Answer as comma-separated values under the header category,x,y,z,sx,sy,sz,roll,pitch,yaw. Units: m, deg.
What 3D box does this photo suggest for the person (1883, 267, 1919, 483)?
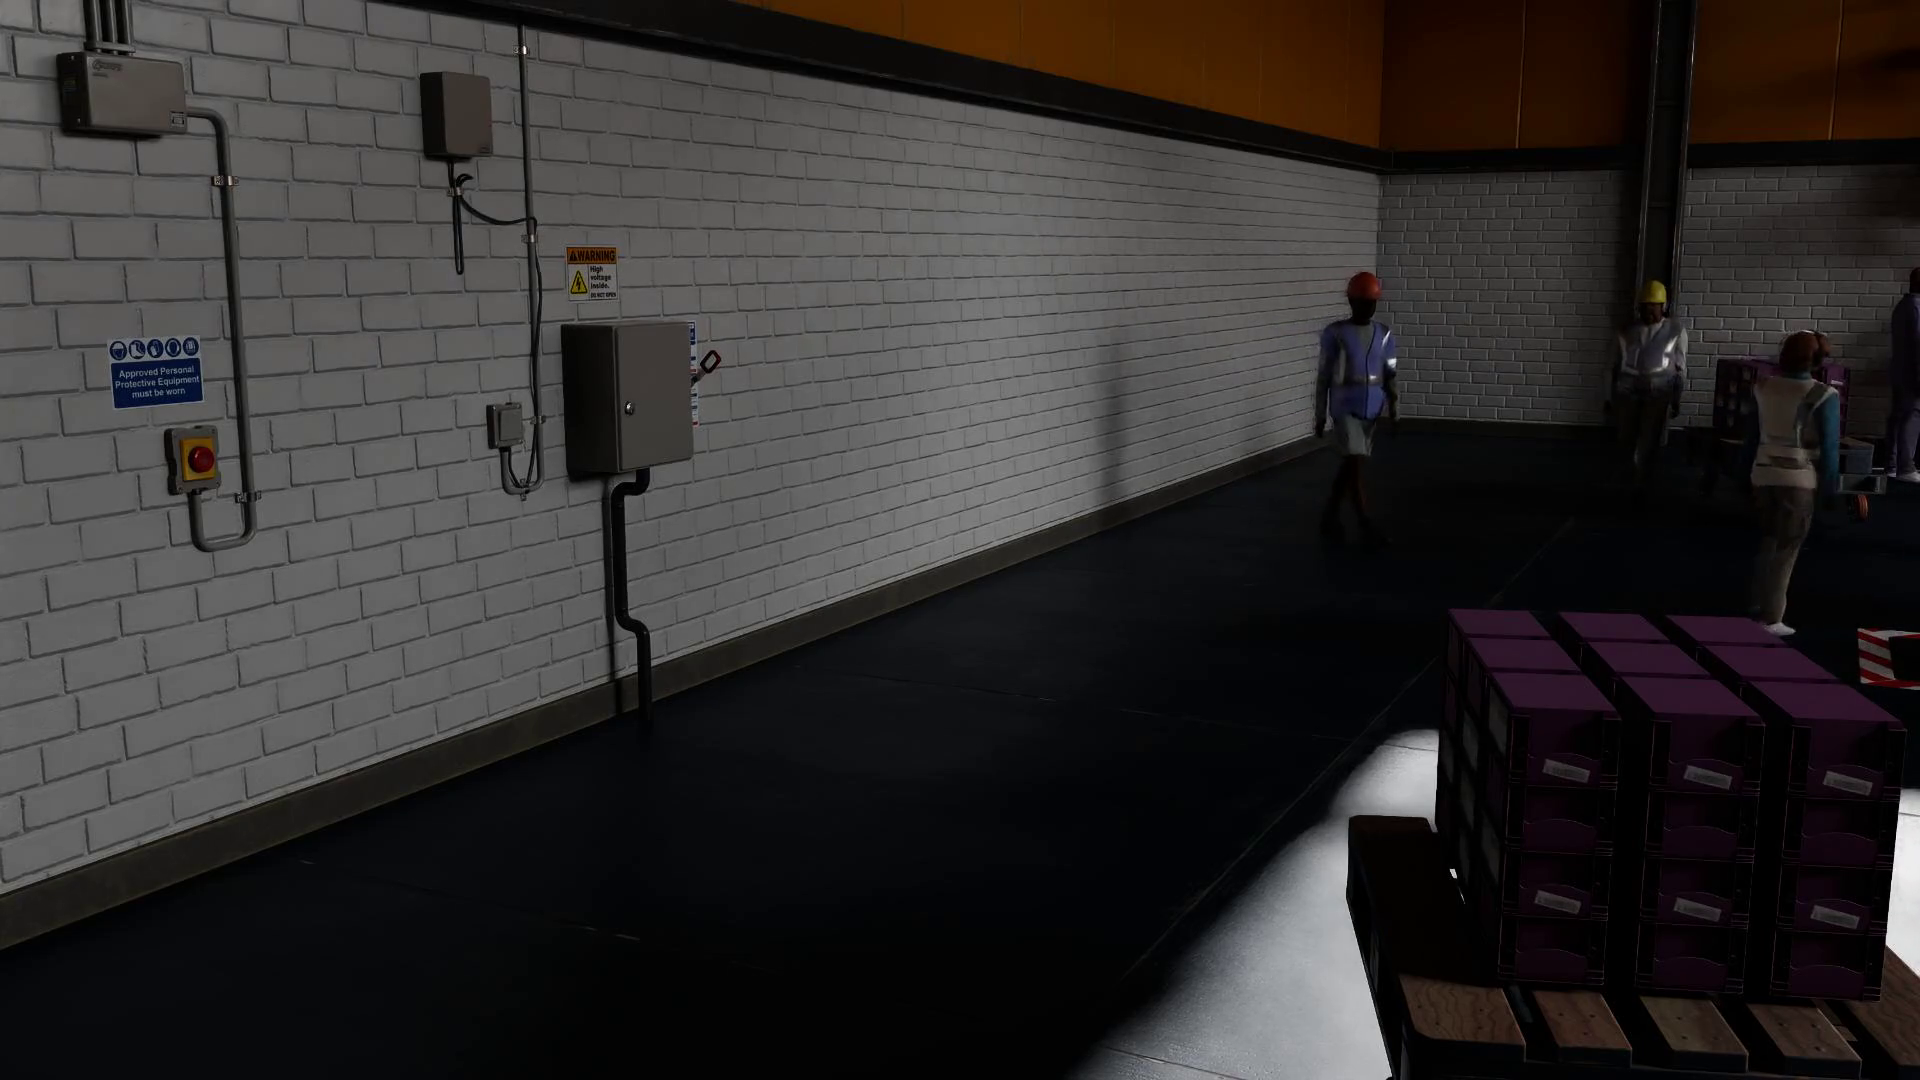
category,x,y,z,sx,sy,sz,roll,pitch,yaw
person,8.452,-1.458,14.705,0.409,1.909,0.643,2,10,11

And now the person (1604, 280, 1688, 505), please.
category,x,y,z,sx,sy,sz,roll,pitch,yaw
person,5.576,-1.206,13.537,0.597,1.807,0.693,6,11,29

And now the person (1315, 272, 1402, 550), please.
category,x,y,z,sx,sy,sz,roll,pitch,yaw
person,2.763,-0.900,11.523,0.556,1.887,1.000,-3,10,-16

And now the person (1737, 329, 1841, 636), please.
category,x,y,z,sx,sy,sz,roll,pitch,yaw
person,4.384,-0.290,8.762,0.453,1.623,0.532,-4,11,-23
